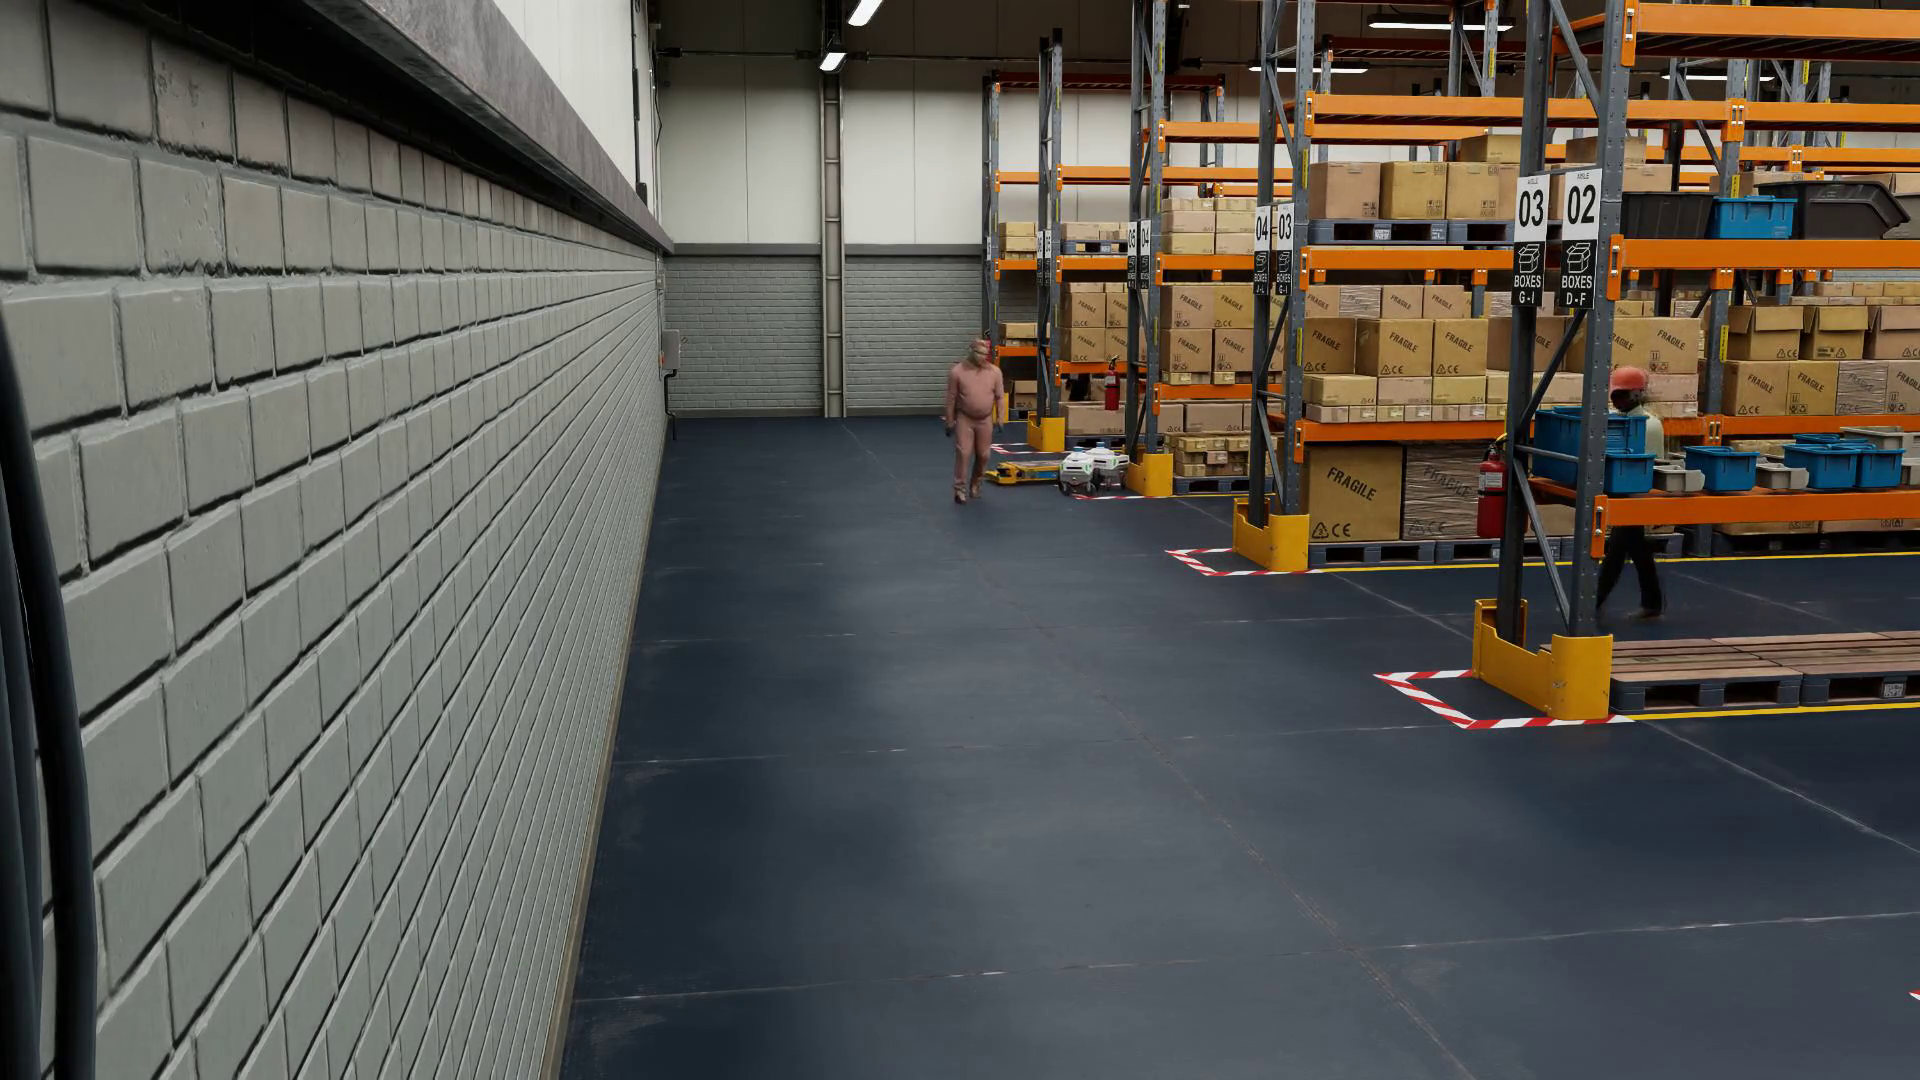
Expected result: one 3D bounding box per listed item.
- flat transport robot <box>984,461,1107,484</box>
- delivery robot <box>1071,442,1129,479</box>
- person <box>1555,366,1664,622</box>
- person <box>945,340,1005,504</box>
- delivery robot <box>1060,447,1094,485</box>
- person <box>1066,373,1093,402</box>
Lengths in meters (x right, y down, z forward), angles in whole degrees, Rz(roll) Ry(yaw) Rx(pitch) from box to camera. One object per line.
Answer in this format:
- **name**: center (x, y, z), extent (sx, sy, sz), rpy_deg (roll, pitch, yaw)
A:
- **flat transport robot**: center (1.080, -0.866, 20.931), extent (1.431, 0.197, 0.652), rpy_deg (-3, 10, -16)
- **delivery robot**: center (1.712, -0.952, 20.302), extent (0.707, 0.478, 0.477), rpy_deg (8, 12, 41)
- **person**: center (4.896, -0.316, 12.393), extent (1.002, 1.939, 0.657), rpy_deg (-1, 9, -8)
- **person**: center (0.155, -1.368, 19.124), extent (0.697, 1.878, 0.674), rpy_deg (-2, 9, -12)
- **delivery robot**: center (1.398, -0.869, 19.787), extent (0.477, 0.478, 0.707), rpy_deg (2, 9, 11)
- **person**: center (1.920, -2.492, 25.992), extent (0.817, 1.893, 0.598), rpy_deg (-2, 9, -11)
